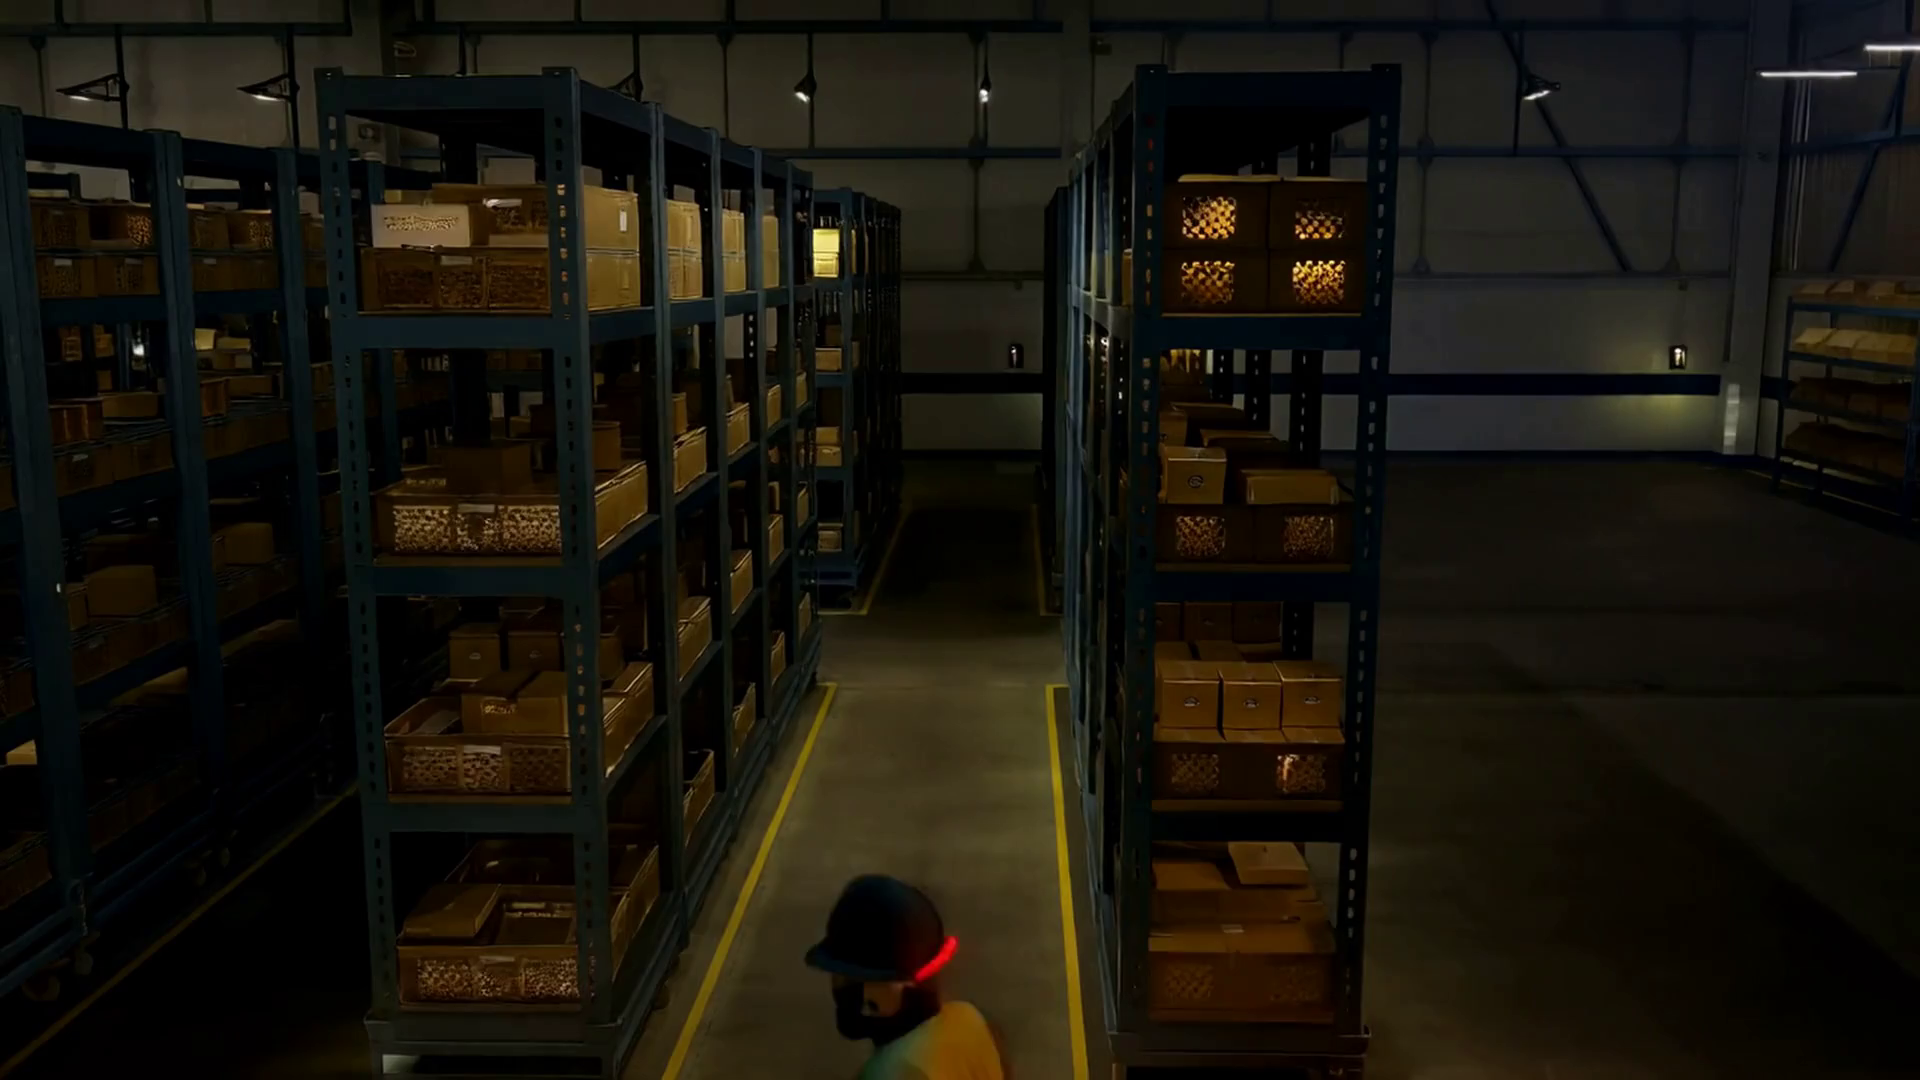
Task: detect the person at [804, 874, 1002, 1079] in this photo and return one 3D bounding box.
[{"bbox_3d":[0.013,1.565,3.404,0.723,1.811,0.604,2,10,13],"label":"person"}]
